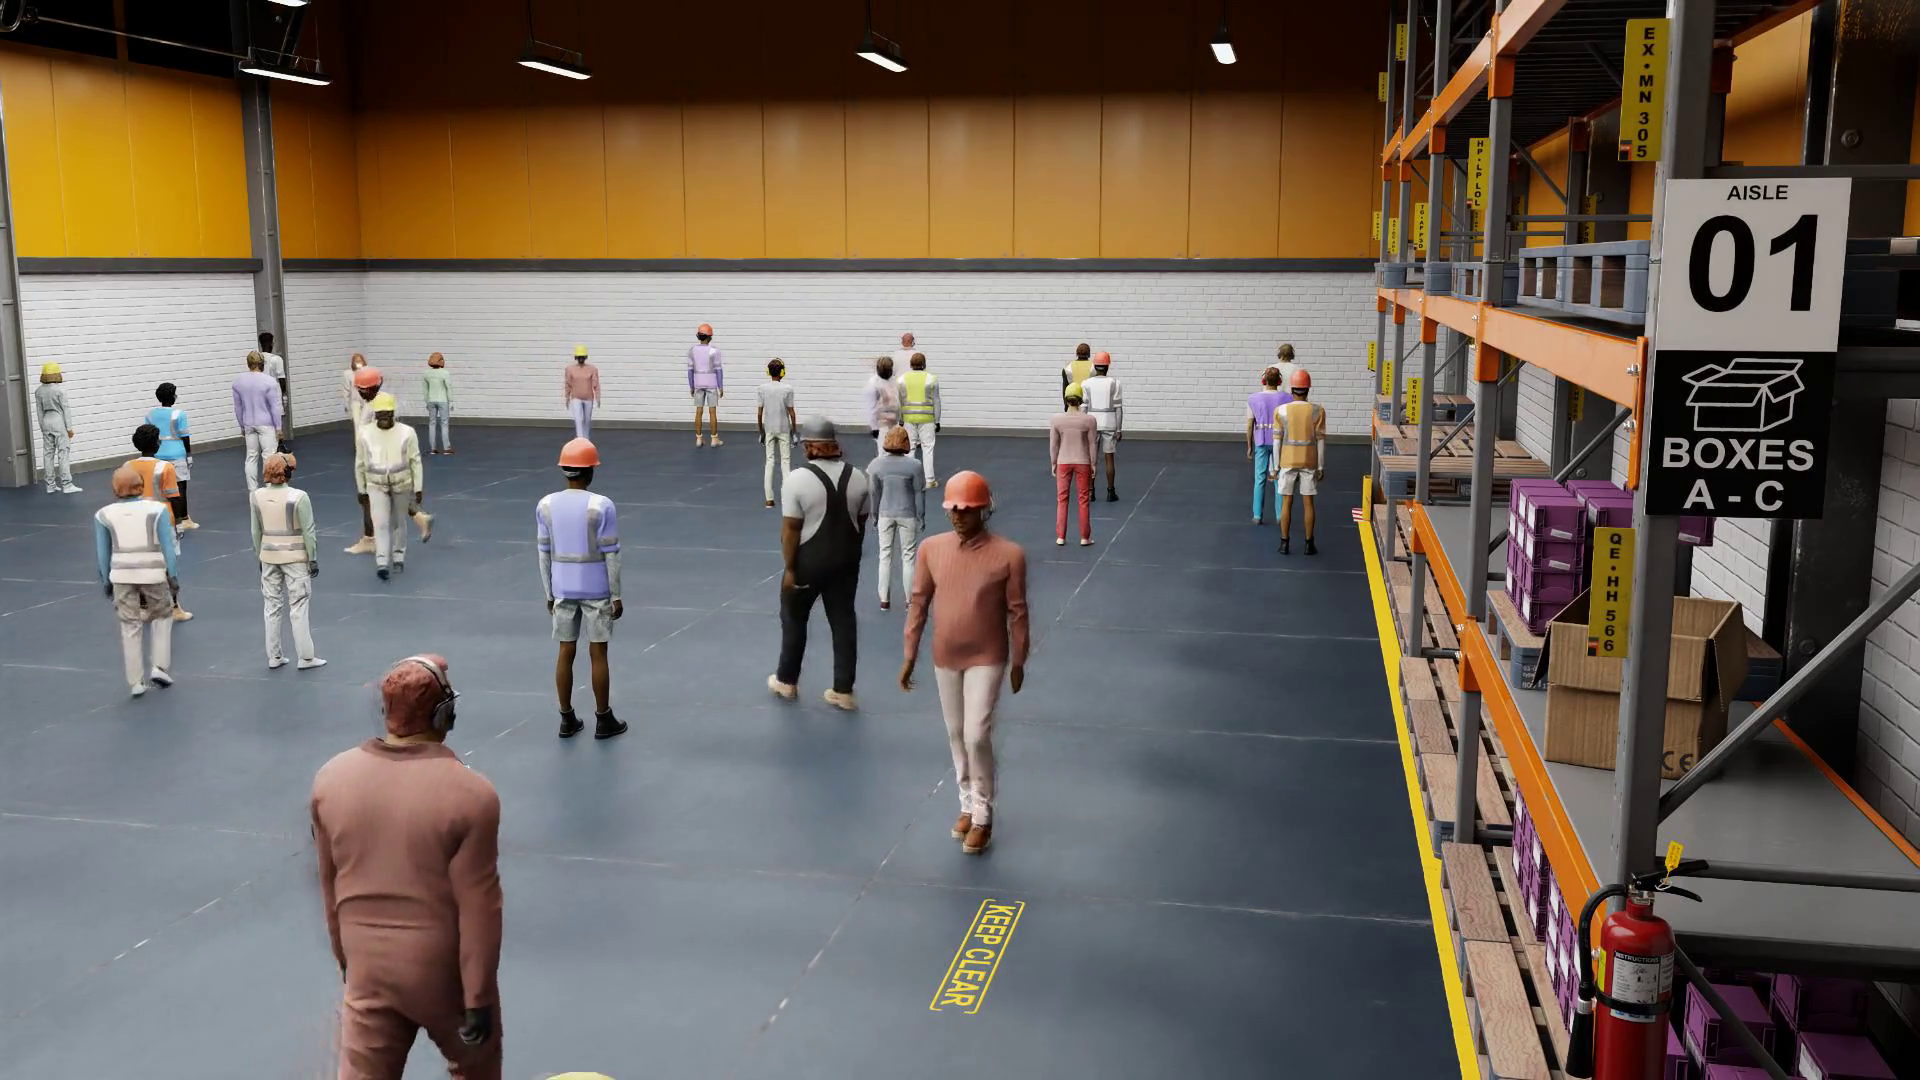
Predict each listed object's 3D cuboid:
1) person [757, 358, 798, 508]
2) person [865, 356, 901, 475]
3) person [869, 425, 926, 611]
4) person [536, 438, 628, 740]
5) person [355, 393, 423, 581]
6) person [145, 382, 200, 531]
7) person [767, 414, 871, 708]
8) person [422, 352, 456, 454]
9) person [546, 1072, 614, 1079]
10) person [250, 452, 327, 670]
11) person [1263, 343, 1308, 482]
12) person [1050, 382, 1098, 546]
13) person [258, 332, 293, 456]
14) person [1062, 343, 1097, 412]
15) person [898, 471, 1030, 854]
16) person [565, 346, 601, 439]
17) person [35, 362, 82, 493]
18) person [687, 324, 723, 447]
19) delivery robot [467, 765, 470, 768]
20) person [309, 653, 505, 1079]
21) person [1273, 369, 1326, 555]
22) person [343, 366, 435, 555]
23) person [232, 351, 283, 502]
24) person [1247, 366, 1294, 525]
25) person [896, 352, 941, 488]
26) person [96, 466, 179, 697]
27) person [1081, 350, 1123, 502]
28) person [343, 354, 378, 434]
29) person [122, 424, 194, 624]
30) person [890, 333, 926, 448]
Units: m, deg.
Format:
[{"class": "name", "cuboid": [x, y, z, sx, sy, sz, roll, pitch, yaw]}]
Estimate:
[{"class": "person", "cuboid": [-2.270, -1.326, 20.735, 0.513, 1.867, 0.328, 2, 10, 11]}, {"class": "person", "cuboid": [-1.038, -1.553, 22.233, 0.503, 1.823, 0.640, 5, 11, 27]}, {"class": "person", "cuboid": [-0.544, -0.186, 14.562, 0.500, 1.633, 0.282, 2, 10, 11]}, {"class": "person", "cuboid": [-2.405, 0.315, 10.641, 0.550, 1.935, 0.376, 2, 10, 11]}, {"class": "person", "cuboid": [-5.508, -0.515, 16.062, 0.621, 1.785, 0.898, -3, 10, -18]}, {"class": "person", "cuboid": [-8.971, -0.941, 18.922, 0.535, 1.697, 0.318, 2, 10, 11]}, {"class": "person", "cuboid": [-1.011, 0.114, 11.526, 0.711, 2.000, 0.869, -7, 12, -35]}, {"class": "person", "cuboid": [-8.327, -2.179, 26.570, 0.500, 1.633, 0.282, 2, 10, 11]}, {"class": "person", "cuboid": [-0.668, 1.700, 2.401, 0.638, 1.902, 0.606, -2, 10, -11]}, {"class": "person", "cuboid": [-5.041, 0.164, 12.434, 0.514, 1.641, 0.308, 2, 10, 11]}, {"class": "person", "cuboid": [4.521, -1.768, 23.172, 0.631, 1.940, 0.372, 2, 10, 11]}, {"class": "person", "cuboid": [1.227, -0.809, 17.909, 0.525, 1.772, 0.305, 2, 10, 11]}, {"class": "person", "cuboid": [-10.913, -2.302, 26.308, 0.606, 1.966, 0.367, 2, 10, 11]}, {"class": "person", "cuboid": [1.866, -2.061, 25.230, 0.626, 1.844, 0.429, 2, 10, 11]}, {"class": "person", "cuboid": [-0.003, 0.629, 8.632, 0.623, 1.971, 0.686, 4, 10, 25]}, {"class": "person", "cuboid": [-6.077, -2.267, 26.828, 0.542, 1.712, 0.903, -3, 10, -19]}, {"class": "person", "cuboid": [-12.009, -1.494, 22.103, 0.487, 1.746, 0.287, 2, 10, 11]}, {"class": "person", "cuboid": [-4.223, -2.567, 27.675, 0.607, 2.044, 0.375, 2, 10, 11]}, {"class": "delivery robot", "cuboid": [-2.922, 1.286, 8.651, 0.707, 0.478, 0.477, 2, 10, 12]}, {"class": "person", "cuboid": [-1.681, 1.290, 4.987, 0.649, 1.872, 0.927, 2, 10, 13]}, {"class": "person", "cuboid": [3.536, -0.805, 17.364, 0.545, 1.942, 0.350, 2, 10, 11]}, {"class": "person", "cuboid": [-6.016, -0.842, 17.421, 0.872, 1.996, 0.657, -4, 10, -25]}, {"class": "person", "cuboid": [-8.921, -1.440, 21.199, 0.631, 1.940, 0.372, 2, 10, 11]}, {"class": "person", "cuboid": [3.612, -1.088, 19.345, 0.566, 1.850, 0.389, 2, 10, 11]}, {"class": "person", "cuboid": [-0.554, -1.615, 22.539, 0.626, 1.846, 0.429, 2, 10, 11]}, {"class": "person", "cuboid": [-5.785, 0.291, 11.728, 0.535, 1.612, 0.437, -2, 10, -12]}, {"class": "person", "cuboid": [1.809, -1.449, 21.245, 0.545, 1.942, 0.350, 2, 10, 11]}, {"class": "person", "cuboid": [-9.545, -2.160, 26.551, 0.523, 1.585, 0.825, -4, 10, -25]}, {"class": "person", "cuboid": [-6.796, -0.133, 14.040, 0.535, 1.700, 0.318, 2, 10, 11]}, {"class": "person", "cuboid": [-0.844, -2.469, 27.491, 0.642, 1.909, 0.409, 2, 10, 11]}]
